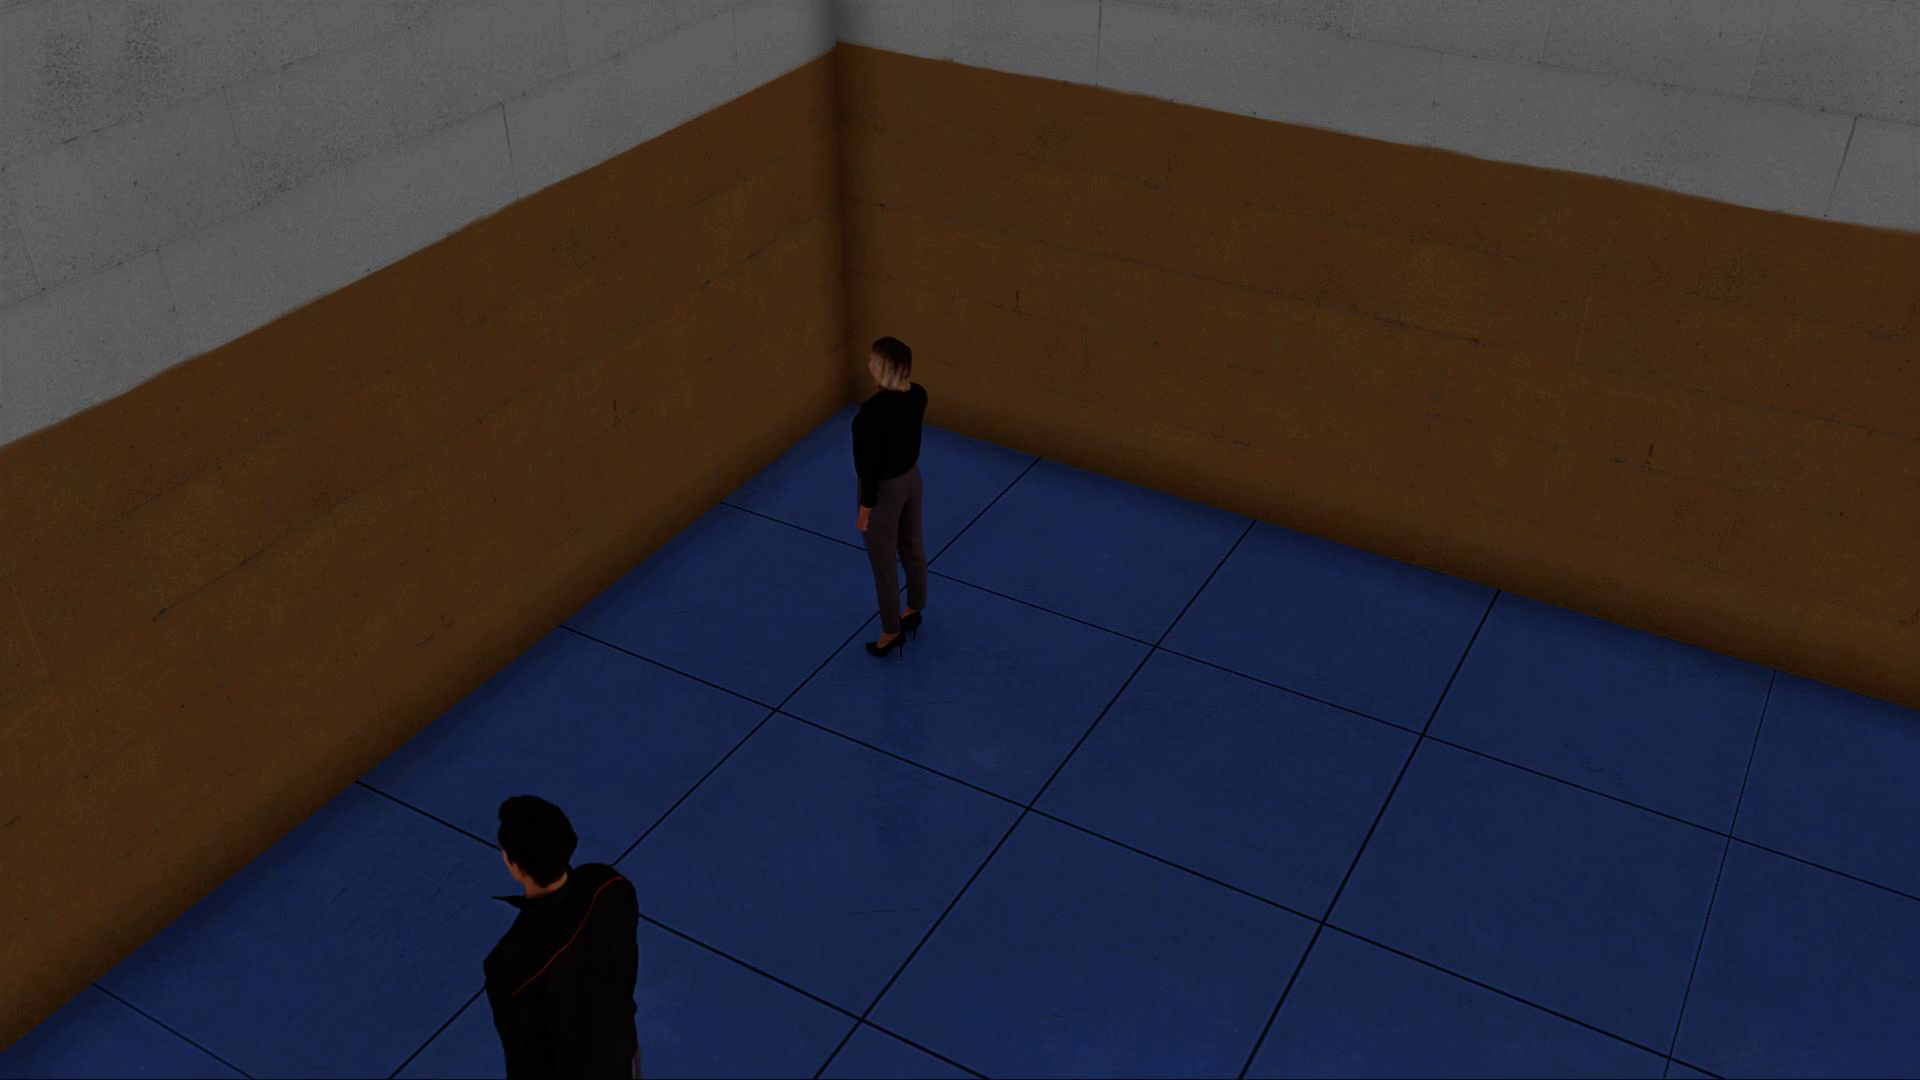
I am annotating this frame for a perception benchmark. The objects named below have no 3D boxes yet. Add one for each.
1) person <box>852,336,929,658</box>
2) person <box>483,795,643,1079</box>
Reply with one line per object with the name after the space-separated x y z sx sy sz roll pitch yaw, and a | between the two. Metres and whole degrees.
-0.309 -0.187 7.728 0.661 1.672 0.471 20 39 27 | person
-1.125 1.518 4.916 0.771 1.946 0.535 15 37 22 | person
